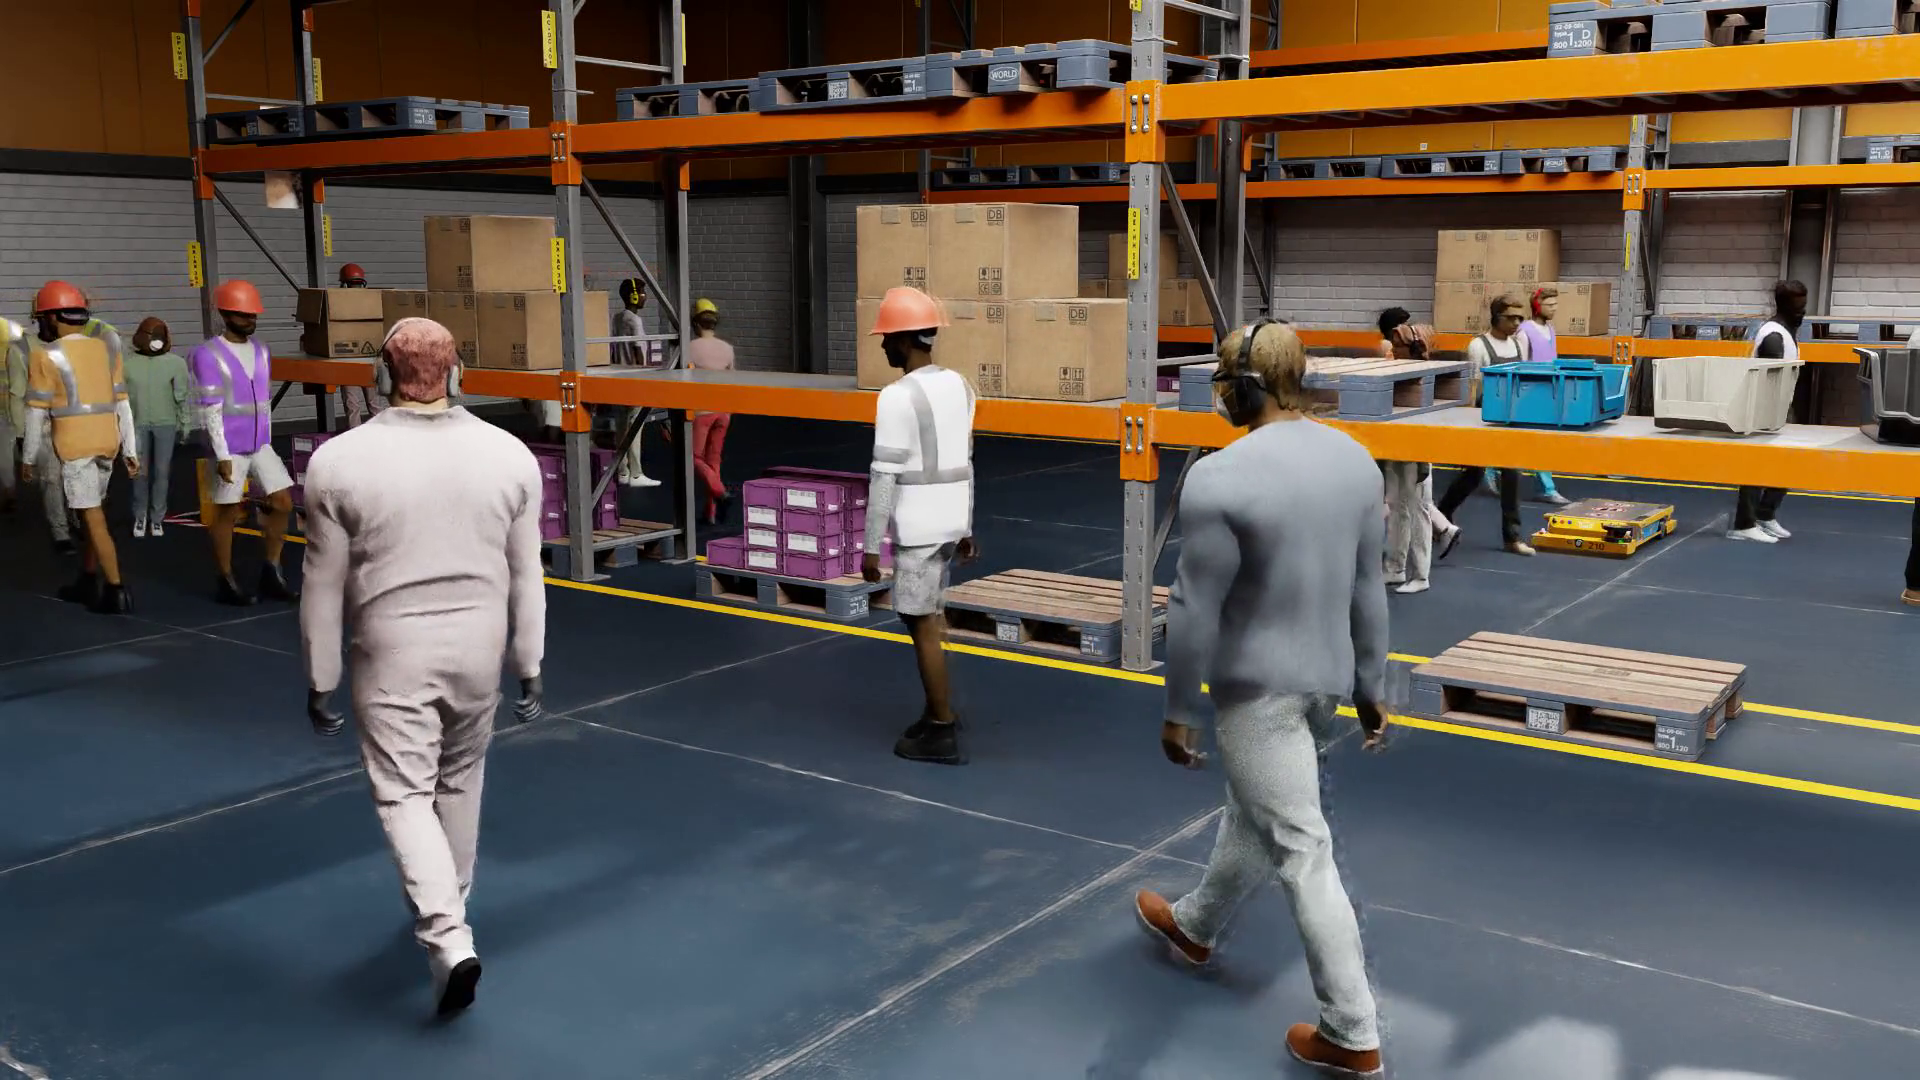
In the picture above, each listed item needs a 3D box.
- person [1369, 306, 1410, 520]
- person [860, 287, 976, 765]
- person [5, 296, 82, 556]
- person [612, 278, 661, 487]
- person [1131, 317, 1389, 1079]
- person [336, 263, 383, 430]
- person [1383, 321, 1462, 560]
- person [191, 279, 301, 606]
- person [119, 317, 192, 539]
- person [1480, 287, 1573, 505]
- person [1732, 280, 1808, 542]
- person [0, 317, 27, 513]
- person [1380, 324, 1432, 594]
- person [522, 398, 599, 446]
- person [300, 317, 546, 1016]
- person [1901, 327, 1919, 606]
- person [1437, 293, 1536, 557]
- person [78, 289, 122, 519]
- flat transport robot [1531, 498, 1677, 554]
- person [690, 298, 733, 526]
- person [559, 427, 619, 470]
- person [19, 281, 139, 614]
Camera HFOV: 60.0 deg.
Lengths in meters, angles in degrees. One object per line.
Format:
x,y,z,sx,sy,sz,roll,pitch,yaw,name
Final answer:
3.210,-0.967,12.869,0.521,1.668,0.576,0,10,-1,person
-0.164,-0.048,6.690,0.485,1.913,0.570,6,11,31,person
-6.162,-0.790,11.391,0.426,1.819,0.623,9,13,44,person
-2.946,-1.414,14.975,0.323,1.868,0.518,-7,12,-35,person
0.771,0.372,4.313,0.632,1.873,1.055,-7,12,-35,person
-5.888,-1.693,16.262,0.382,1.995,0.612,8,12,39,person
3.095,-0.660,11.213,0.640,1.620,0.516,8,12,40,person
-4.143,-0.544,9.659,0.635,1.914,0.558,5,11,26,person
-5.884,-0.815,12.126,0.529,1.610,0.491,-5,11,-29,person
4.759,-1.219,13.999,0.834,1.812,0.578,8,12,38,person
5.828,-0.904,11.892,0.522,1.886,0.604,7,12,36,person
-7.630,-1.059,12.990,0.444,1.820,0.725,8,13,41,person
2.732,-0.493,10.168,0.314,1.640,0.516,-3,10,-16,person
-3.300,-1.261,13.634,0.607,2.018,0.493,-7,12,-37,person
-1.461,0.325,4.603,0.649,1.873,0.897,-6,11,-32,person
5.847,-0.613,9.689,0.689,2.000,0.538,5,11,26,person
3.678,-0.817,11.637,0.559,1.813,0.851,-5,11,-26,person
-6.792,-1.044,12.921,0.633,1.817,0.483,1,10,5,person
4.663,-0.116,11.991,0.652,0.197,1.431,7,12,35,flat transport robot
-1.863,-0.945,12.562,0.603,1.744,0.537,9,13,43,person
-3.278,-1.351,14.113,0.496,2.029,0.636,1,10,7,person
-5.119,-0.526,9.572,0.803,1.902,0.566,4,10,21,person
